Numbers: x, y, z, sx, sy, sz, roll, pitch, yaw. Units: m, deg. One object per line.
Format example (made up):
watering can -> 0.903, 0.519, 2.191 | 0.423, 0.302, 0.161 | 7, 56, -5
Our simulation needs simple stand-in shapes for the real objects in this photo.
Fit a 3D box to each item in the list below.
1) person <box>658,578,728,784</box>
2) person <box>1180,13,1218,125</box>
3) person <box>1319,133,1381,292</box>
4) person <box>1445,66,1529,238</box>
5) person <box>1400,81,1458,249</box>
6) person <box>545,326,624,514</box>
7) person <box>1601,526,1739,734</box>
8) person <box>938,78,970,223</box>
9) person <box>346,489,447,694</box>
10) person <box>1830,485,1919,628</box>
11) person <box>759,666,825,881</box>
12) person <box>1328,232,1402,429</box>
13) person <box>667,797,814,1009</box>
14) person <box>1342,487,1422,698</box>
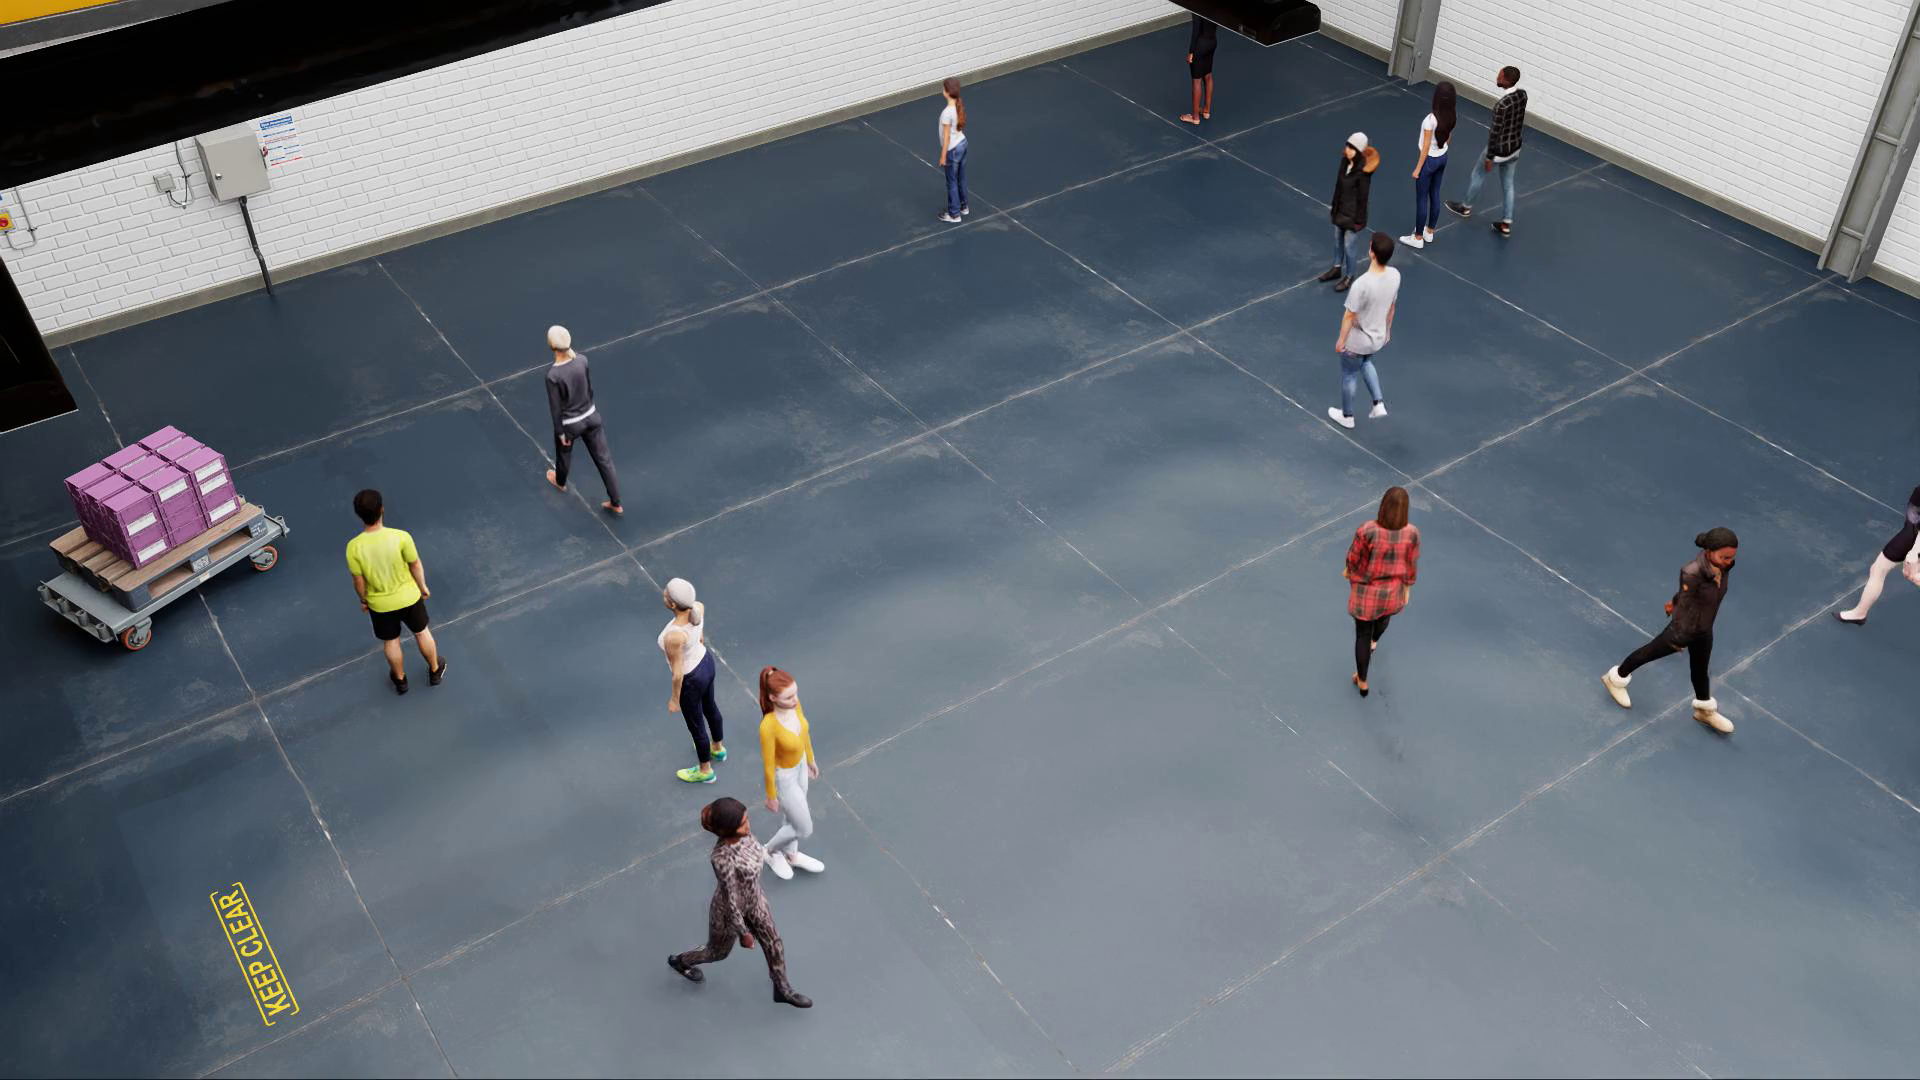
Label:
person -> -1.774, 0.929, 11.102 | 0.716, 1.702, 0.681 | 11, 40, 14
person -> 2.834, -5.729, 19.429 | 0.569, 1.715, 0.651 | 32, 48, 33
person -> 3.853, -3.242, 16.383 | 0.725, 1.631, 0.572 | -17, 42, -21
person -> 5.673, -3.976, 17.181 | 0.747, 1.781, 1.046 | -19, 42, -22
person -> 4.839, -3.844, 17.020 | 0.601, 1.775, 0.515 | -26, 45, -29
person -> -3.044, -0.939, 13.457 | 0.690, 1.683, 1.119 | -30, 47, -32
person -> 5.146, 0.676, 11.460 | 1.111, 1.651, 0.607 | -24, 44, -27
person -> -0.067, -4.131, 17.551 | 0.629, 1.562, 0.613 | 19, 43, 23
person -> -4.020, 0.378, 11.788 | 0.682, 1.708, 0.628 | -13, 40, -16
person -> 7.090, 0.030, 12.146 | 1.146, 1.805, 0.789 | 27, 46, 30
person -> -1.153, 1.458, 10.410 | 0.788, 1.739, 0.731 | 11, 40, 13
person -> 3.540, -1.737, 14.304 | 0.671, 1.873, 0.754 | -22, 44, -26
person -> -1.373, 2.122, 9.629 | 1.185, 1.677, 1.016 | 12, 40, 15
person -> 2.965, 0.413, 11.771 | 0.907, 1.675, 1.023 | -1, 39, -2
